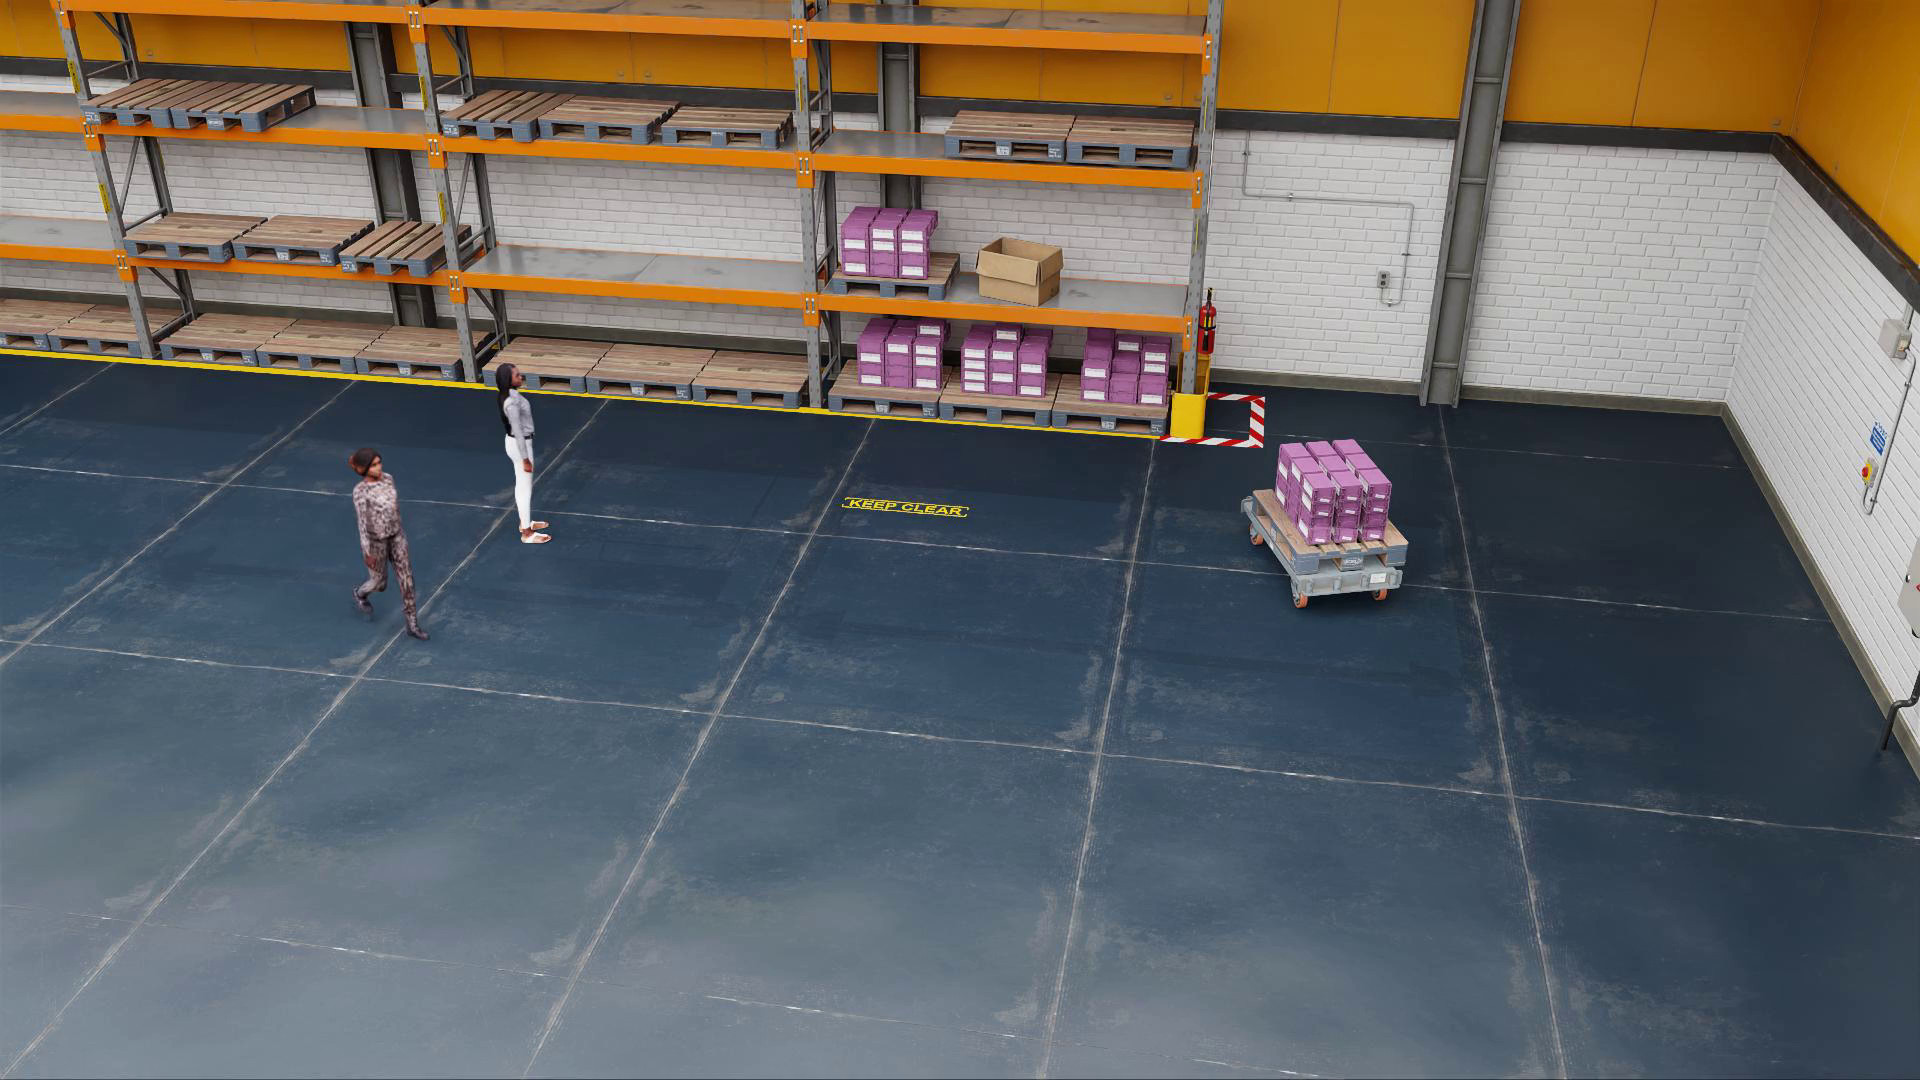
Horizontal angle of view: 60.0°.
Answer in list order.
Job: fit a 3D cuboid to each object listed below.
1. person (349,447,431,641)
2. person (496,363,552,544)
[{"bbox_3d":[-4.785,0.020,13.673,1.134,1.691,0.859,18,33,29],"label":"person"},{"bbox_3d":[-4.008,-0.811,15.161,0.668,1.725,0.668,-8,30,-14],"label":"person"}]
